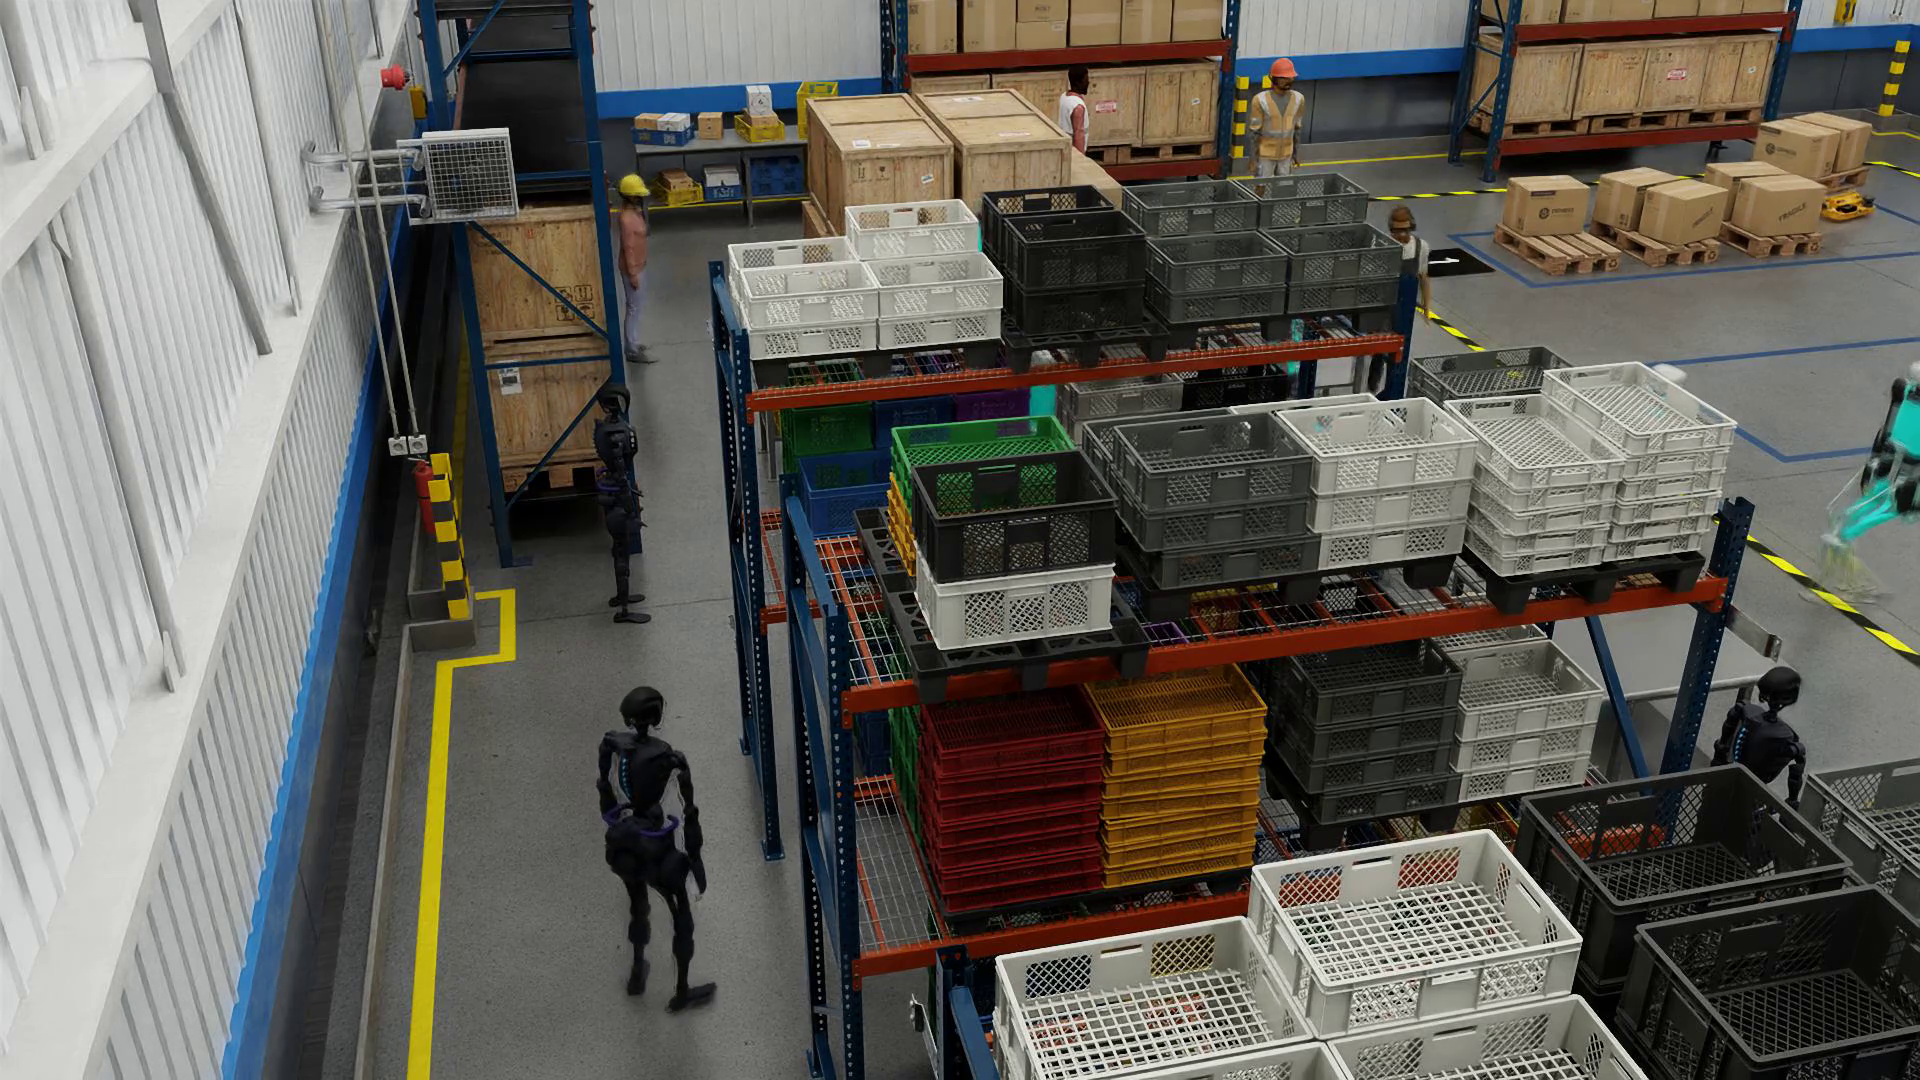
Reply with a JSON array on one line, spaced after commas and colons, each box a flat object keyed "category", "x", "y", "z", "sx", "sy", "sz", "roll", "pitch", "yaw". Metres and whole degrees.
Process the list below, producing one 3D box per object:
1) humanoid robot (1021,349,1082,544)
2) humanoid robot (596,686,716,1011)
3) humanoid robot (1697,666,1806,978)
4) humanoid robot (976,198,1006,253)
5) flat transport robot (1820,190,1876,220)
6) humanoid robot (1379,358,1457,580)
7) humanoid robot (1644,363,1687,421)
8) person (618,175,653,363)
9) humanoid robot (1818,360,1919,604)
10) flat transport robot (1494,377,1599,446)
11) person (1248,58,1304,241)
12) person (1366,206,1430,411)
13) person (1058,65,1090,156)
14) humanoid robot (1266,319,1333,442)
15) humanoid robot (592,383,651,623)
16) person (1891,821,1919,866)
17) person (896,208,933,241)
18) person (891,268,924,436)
[{"category": "humanoid robot", "x": 0.427, "y": -0.439, "z": 11.306, "sx": 1.015, "sy": 1.720, "sz": 0.536, "roll": -22, "pitch": 35, "yaw": -35}, {"category": "humanoid robot", "x": -1.466, "y": 1.440, "z": 7.813, "sx": 0.631, "sy": 1.640, "sz": 0.378, "roll": 14, "pitch": 31, "yaw": 24}, {"category": "humanoid robot", "x": 3.756, "y": 1.333, "z": 7.988, "sx": 0.315, "sy": 1.659, "sz": 0.599, "roll": -6, "pitch": 28, "yaw": -12}, {"category": "humanoid robot", "x": -0.056, "y": -2.087, "z": 14.468, "sx": 1.004, "sy": 1.724, "sz": 0.547, "roll": -11, "pitch": 30, "yaw": -20}, {"category": "flat transport robot", "x": 10.085, "y": -4.131, "z": 19.854, "sx": 0.652, "sy": 0.197, "sz": 1.431, "roll": -16, "pitch": 32, "yaw": -28}, {"category": "humanoid robot", "x": 3.201, "y": -0.503, "z": 11.496, "sx": 0.462, "sy": 1.648, "sz": 0.613, "roll": 22, "pitch": 35, "yaw": 35}, {"category": "humanoid robot", "x": 4.298, "y": -0.321, "z": 10.932, "sx": 0.735, "sy": 1.681, "sz": 0.533, "roll": -6, "pitch": 28, "yaw": -12}, {"category": "person", "x": -2.972, "y": -2.471, "z": 15.166, "sx": 0.423, "sy": 1.751, "sz": 0.591, "roll": -1, "pitch": 28, "yaw": -2}, {"category": "humanoid robot", "x": 6.068, "y": -0.379, "z": 11.053, "sx": 0.734, "sy": 1.680, "sz": 0.533, "roll": -6, "pitch": 28, "yaw": -12}, {"category": "flat transport robot", "x": 4.780, "y": -1.036, "z": 14.013, "sx": 0.659, "sy": 0.231, "sz": 1.431, "roll": -6, "pitch": 28, "yaw": -12}, {"category": "person", "x": 3.436, "y": -4.218, "z": 18.142, "sx": 0.613, "sy": 2.047, "sz": 0.356, "roll": -7, "pitch": 29, "yaw": -12}, {"category": "person", "x": 3.683, "y": -1.939, "z": 14.068, "sx": 0.552, "sy": 1.819, "sz": 0.415, "roll": -3, "pitch": 28, "yaw": -7}, {"category": "person", "x": 1.251, "y": -4.271, "z": 18.381, "sx": 0.383, "sy": 1.918, "sz": 0.595, "roll": -7, "pitch": 29, "yaw": -12}, {"category": "humanoid robot", "x": 2.535, "y": -1.005, "z": 12.384, "sx": 1.024, "sy": 1.732, "sz": 0.547, "roll": 2, "pitch": 28, "yaw": 5}, {"category": "humanoid robot", "x": -2.245, "y": -0.265, "z": 11.023, "sx": 0.315, "sy": 1.657, "sz": 0.599, "roll": -6, "pitch": 28, "yaw": -12}, {"category": "person", "x": 4.186, "y": 1.725, "z": 7.230, "sx": 0.893, "sy": 1.696, "sz": 0.490, "roll": -14, "pitch": 31, "yaw": -25}, {"category": "person", "x": -0.380, "y": -1.902, "z": 13.998, "sx": 0.446, "sy": 1.816, "sz": 0.621, "roll": 5, "pitch": 28, "yaw": 10}, {"category": "person", "x": -0.381, "y": -1.242, "z": 12.686, "sx": 0.319, "sy": 1.870, "sz": 0.527, "roll": -7, "pitch": 29, "yaw": -12}]
